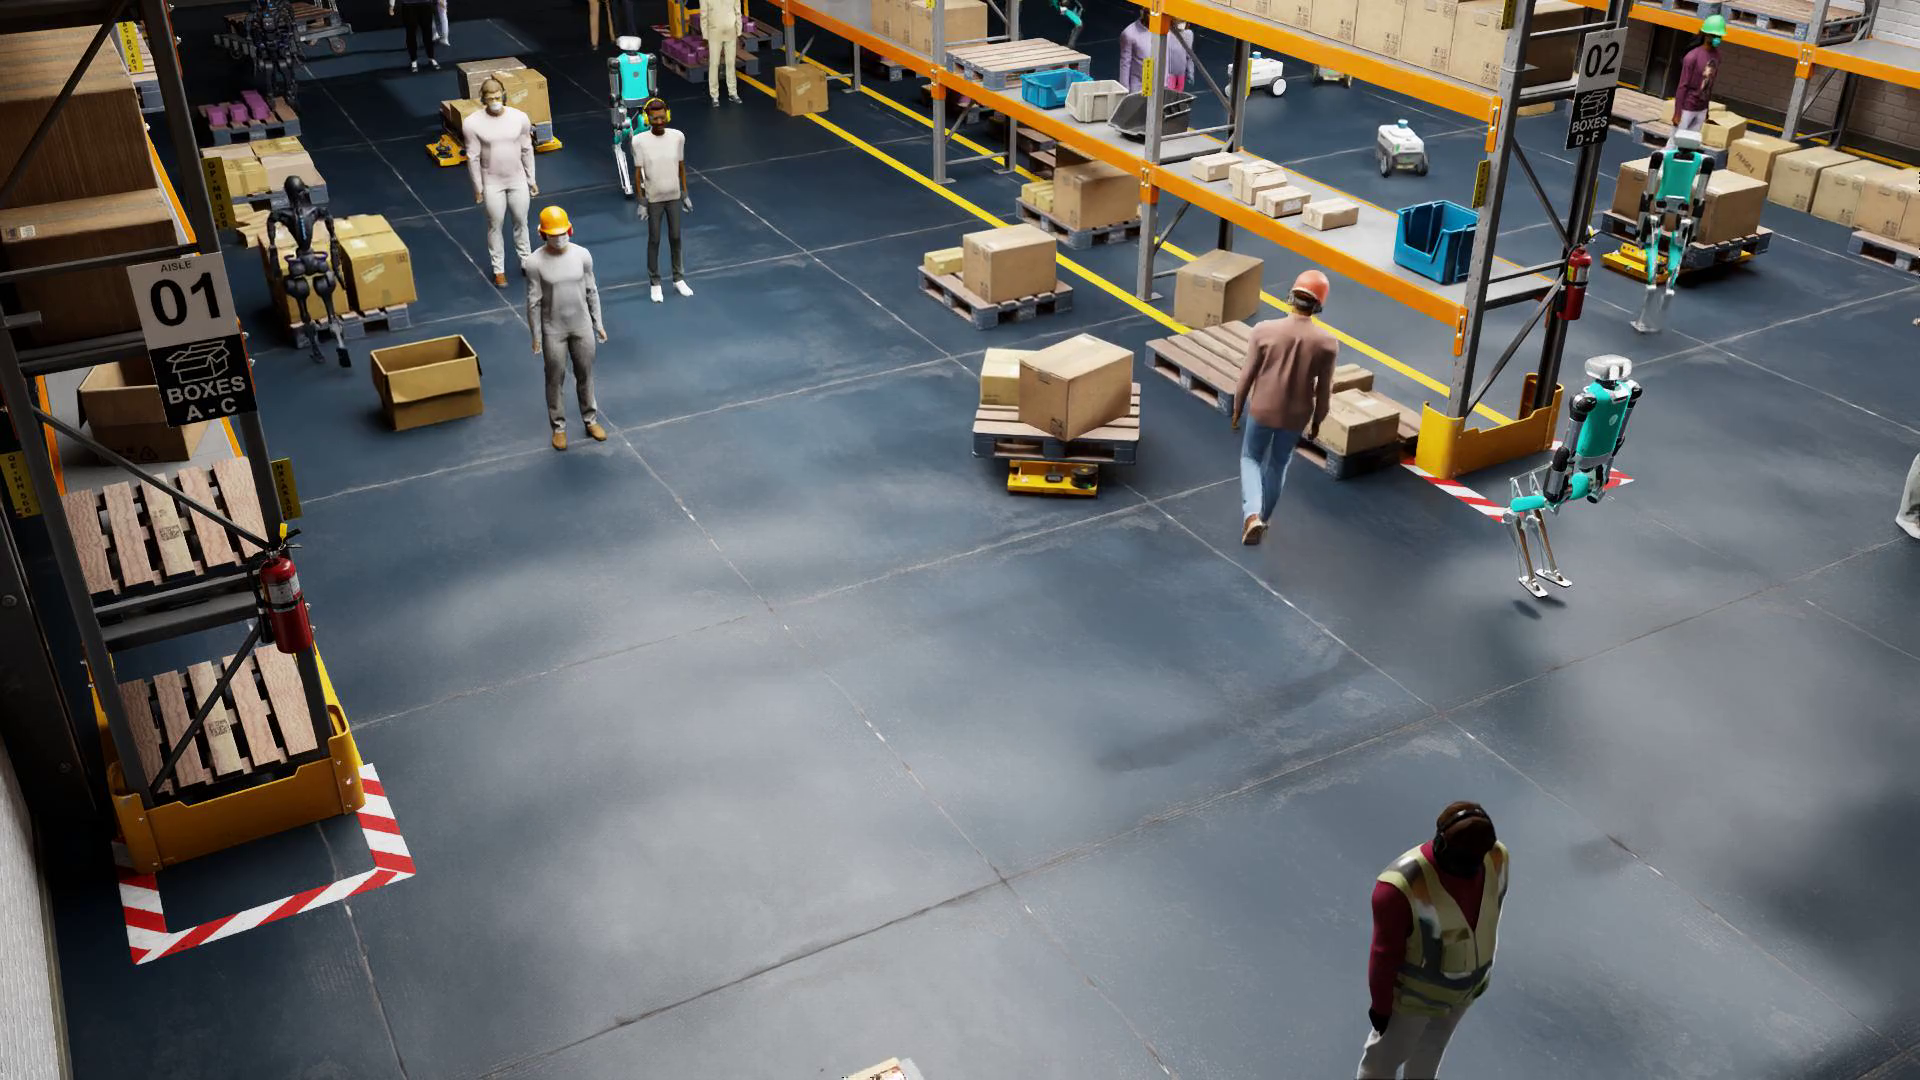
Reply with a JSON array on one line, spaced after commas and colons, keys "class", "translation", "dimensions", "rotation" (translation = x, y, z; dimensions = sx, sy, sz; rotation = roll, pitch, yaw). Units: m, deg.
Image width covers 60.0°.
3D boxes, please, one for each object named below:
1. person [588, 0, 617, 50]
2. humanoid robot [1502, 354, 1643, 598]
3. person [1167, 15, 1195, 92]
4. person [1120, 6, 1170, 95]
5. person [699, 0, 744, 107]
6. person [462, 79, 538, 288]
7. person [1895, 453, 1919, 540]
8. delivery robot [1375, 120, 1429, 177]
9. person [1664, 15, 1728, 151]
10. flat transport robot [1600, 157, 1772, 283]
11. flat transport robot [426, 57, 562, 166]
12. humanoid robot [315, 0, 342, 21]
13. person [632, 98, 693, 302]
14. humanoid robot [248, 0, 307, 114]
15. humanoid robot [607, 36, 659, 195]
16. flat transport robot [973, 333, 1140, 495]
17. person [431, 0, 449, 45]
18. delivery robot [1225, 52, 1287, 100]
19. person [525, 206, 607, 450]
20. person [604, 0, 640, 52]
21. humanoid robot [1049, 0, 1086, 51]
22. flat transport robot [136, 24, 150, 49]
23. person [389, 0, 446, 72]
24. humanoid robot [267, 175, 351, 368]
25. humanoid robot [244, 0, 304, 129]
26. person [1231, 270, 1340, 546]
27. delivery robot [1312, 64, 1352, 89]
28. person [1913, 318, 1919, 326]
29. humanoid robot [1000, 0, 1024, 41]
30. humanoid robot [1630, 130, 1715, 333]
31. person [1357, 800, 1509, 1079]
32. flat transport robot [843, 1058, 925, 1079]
[{"class": "person", "translation": [-5.141, -7.919, 23.765], "dimensions": [0.573, 1.703, 0.641], "rotation": [2, 30, 4]}, {"class": "humanoid robot", "translation": [3.814, -0.468, 10.616], "dimensions": [0.533, 1.677, 0.735], "rotation": [-16, 33, -25]}, {"class": "person", "translation": [2.505, -5.424, 19.501], "dimensions": [0.495, 1.616, 0.365], "rotation": [-20, 35, -30]}, {"class": "person", "translation": [2.084, -5.106, 18.656], "dimensions": [0.641, 1.909, 0.402], "rotation": [-15, 33, -24]}, {"class": "person", "translation": [-3.001, -6.405, 21.067], "dimensions": [0.562, 1.751, 0.339], "rotation": [-15, 33, -24]}, {"class": "person", "translation": [-4.252, -3.337, 15.545], "dimensions": [0.627, 1.939, 0.376], "rotation": [-15, 33, -24]}, {"class": "person", "translation": [6.876, -0.925, 11.357], "dimensions": [0.587, 1.927, 0.384], "rotation": [-15, 33, -24]}, {"class": "delivery robot", "translation": [4.994, -4.441, 18.869], "dimensions": [0.499, 0.610, 0.814], "rotation": [-2, 30, -4]}, {"class": "person", "translation": [7.852, -4.633, 17.805], "dimensions": [0.498, 1.940, 0.436], "rotation": [-14, 33, -22]}, {"class": "flat transport robot", "translation": [7.058, -2.820, 16.318], "dimensions": [1.431, 0.231, 0.659], "rotation": [-16, 33, -25]}, {"class": "flat transport robot", "translation": [-5.473, -4.659, 19.520], "dimensions": [1.431, 0.231, 0.659], "rotation": [-16, 33, -25]}, {"class": "humanoid robot", "translation": [-9.553, -8.620, 24.812], "dimensions": [0.533, 1.673, 0.735], "rotation": [-16, 33, -25]}, {"class": "person", "translation": [-2.707, -3.121, 15.236], "dimensions": [0.509, 1.872, 0.332], "rotation": [-15, 33, -24]}, {"class": "humanoid robot", "translation": [-8.455, -6.117, 20.634], "dimensions": [0.599, 1.653, 0.315], "rotation": [-16, 33, -25]}, {"class": "humanoid robot", "translation": [-3.527, -4.561, 17.745], "dimensions": [0.533, 1.673, 0.735], "rotation": [-16, 33, -25]}, {"class": "flat transport robot", "translation": [0.753, -0.753, 12.721], "dimensions": [0.659, 0.231, 1.431], "rotation": [3, 30, 6]}, {"class": "person", "translation": [-7.574, -7.929, 23.861], "dimensions": [0.504, 1.619, 0.383], "rotation": [-23, 37, -34]}, {"class": "delivery robot", "translation": [3.834, -6.046, 21.620], "dimensions": [0.739, 0.566, 0.499], "rotation": [-16, 33, -25]}, {"class": "person", "translation": [-2.972, -1.613, 12.588], "dimensions": [0.563, 1.896, 0.377], "rotation": [-15, 33, -24]}, {"class": "person", "translation": [-4.798, -7.819, 23.480], "dimensions": [0.540, 1.791, 0.985], "rotation": [-11, 32, -18]}, {"class": "humanoid robot", "translation": [1.526, -7.469, 22.943], "dimensions": [0.842, 1.779, 0.619], "rotation": [-9, 31, -15]}, {"class": "flat transport robot", "translation": [-12.112, -7.218, 23.975], "dimensions": [1.431, 0.231, 0.659], "rotation": [-16, 33, -25]}, {"class": "person", "translation": [-7.388, -7.289, 22.606], "dimensions": [0.754, 1.754, 0.456], "rotation": [-15, 33, -24]}, {"class": "humanoid robot", "translation": [-5.437, -2.208, 13.860], "dimensions": [0.598, 1.640, 0.600], "rotation": [-16, 33, -25]}, {"class": "humanoid robot", "translation": [-8.316, -5.842, 20.154], "dimensions": [0.609, 1.655, 0.307], "rotation": [-16, 33, -25]}, {"class": "person", "translation": [2.164, -0.826, 11.166], "dimensions": [0.665, 1.946, 0.683], "rotation": [3, 30, 6]}, {"class": "delivery robot", "translation": [5.003, -6.349, 22.188], "dimensions": [0.499, 0.608, 0.793], "rotation": [10, 31, 16]}, {"class": "person", "translation": [8.945, -2.637, 14.648], "dimensions": [0.598, 1.605, 0.489], "rotation": [-11, 32, -19]}, {"class": "humanoid robot", "translation": [0.781, -7.456, 22.983], "dimensions": [0.442, 1.648, 0.616], "rotation": [5, 30, 8]}, {"class": "humanoid robot", "translation": [6.162, -2.595, 14.487], "dimensions": [0.540, 1.813, 0.746], "rotation": [8, 31, 13]}, {"class": "person", "translation": [1.907, 1.793, 6.716], "dimensions": [0.622, 1.838, 0.431], "rotation": [-15, 33, -24]}, {"class": "flat transport robot", "translation": [-0.219, 2.682, 6.741], "dimensions": [0.659, 0.231, 1.431], "rotation": [-16, 33, -25]}]
